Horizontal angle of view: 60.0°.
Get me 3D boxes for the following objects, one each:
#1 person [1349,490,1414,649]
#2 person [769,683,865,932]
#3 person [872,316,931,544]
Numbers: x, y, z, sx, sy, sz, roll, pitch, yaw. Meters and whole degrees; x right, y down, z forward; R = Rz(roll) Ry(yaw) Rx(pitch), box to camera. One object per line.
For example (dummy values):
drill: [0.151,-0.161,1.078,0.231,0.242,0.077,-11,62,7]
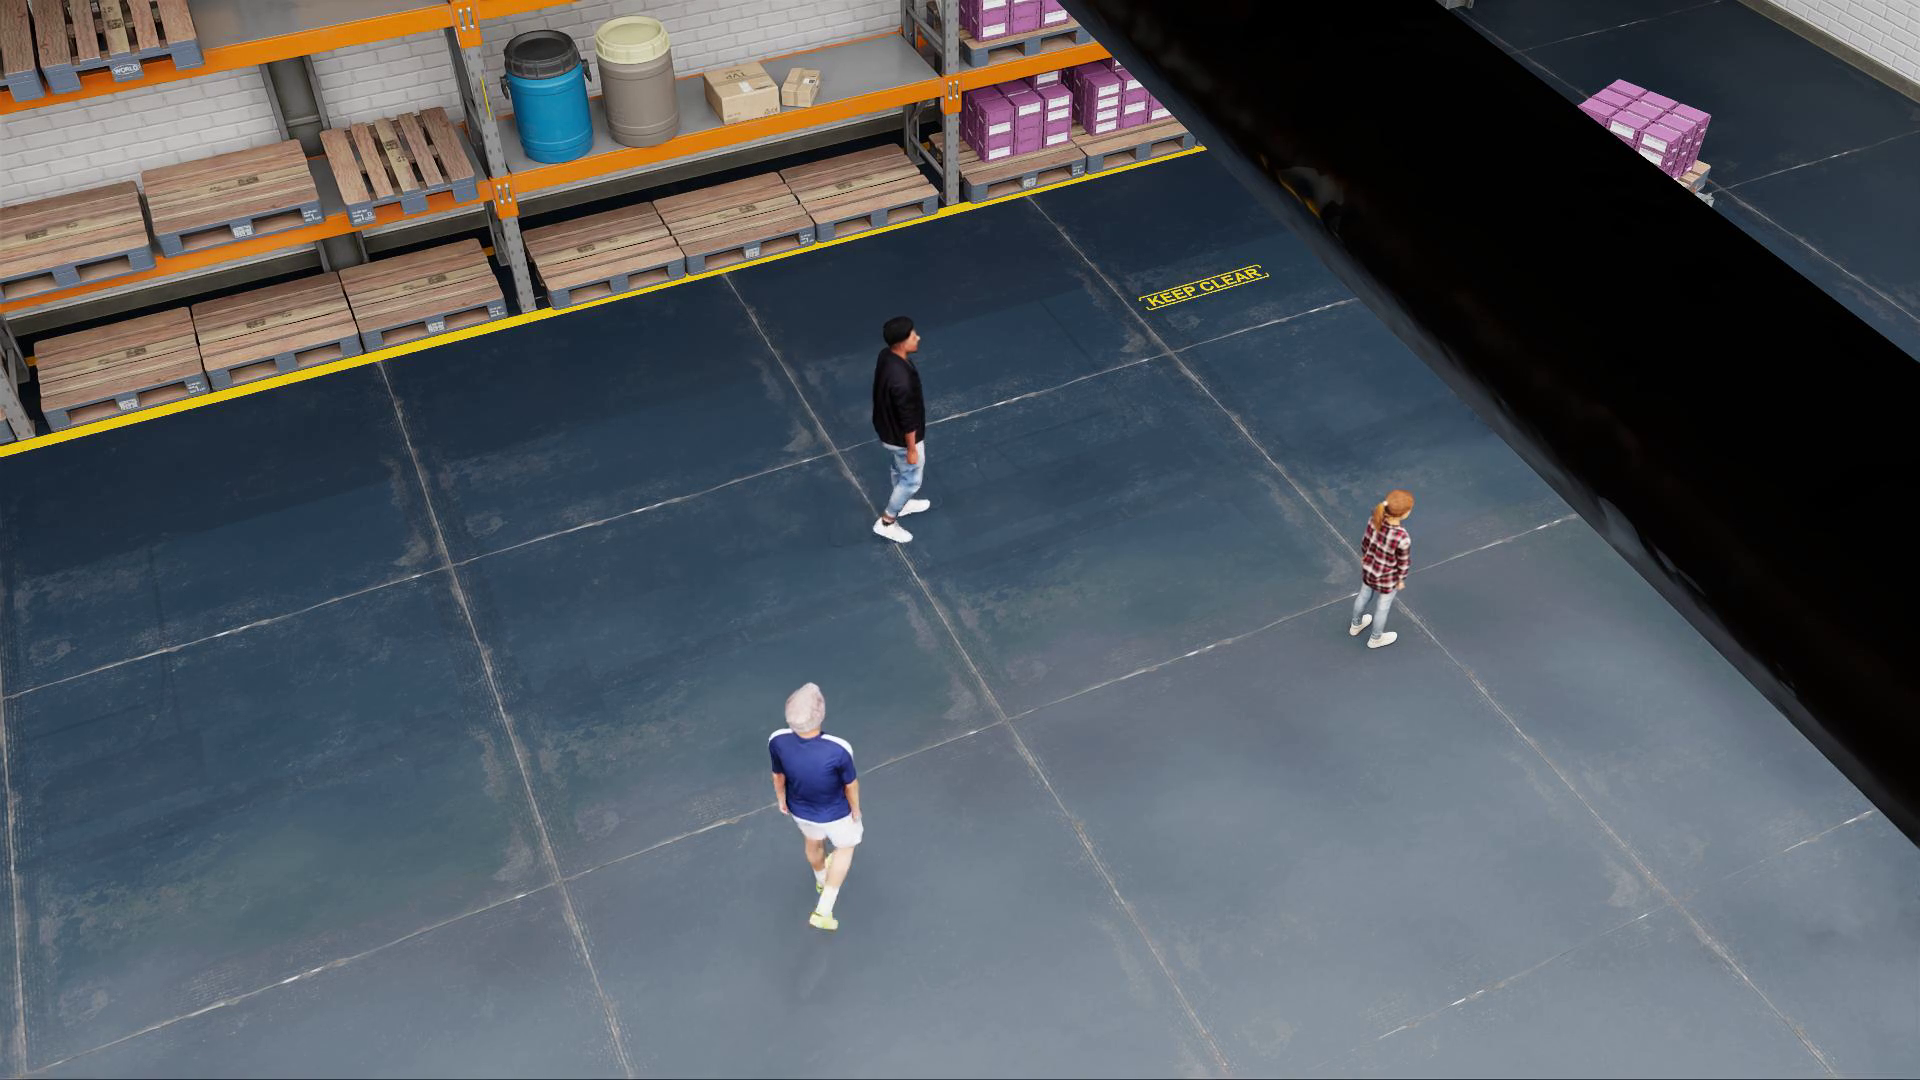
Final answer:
person: [2.806,0.188,11.060,0.564,1.306,0.565,-26,50,-25]
person: [-0.798,1.527,9.277,0.984,1.828,1.015,10,45,10]
person: [-0.450,-0.796,11.723,0.778,1.816,0.771,-10,44,-10]
